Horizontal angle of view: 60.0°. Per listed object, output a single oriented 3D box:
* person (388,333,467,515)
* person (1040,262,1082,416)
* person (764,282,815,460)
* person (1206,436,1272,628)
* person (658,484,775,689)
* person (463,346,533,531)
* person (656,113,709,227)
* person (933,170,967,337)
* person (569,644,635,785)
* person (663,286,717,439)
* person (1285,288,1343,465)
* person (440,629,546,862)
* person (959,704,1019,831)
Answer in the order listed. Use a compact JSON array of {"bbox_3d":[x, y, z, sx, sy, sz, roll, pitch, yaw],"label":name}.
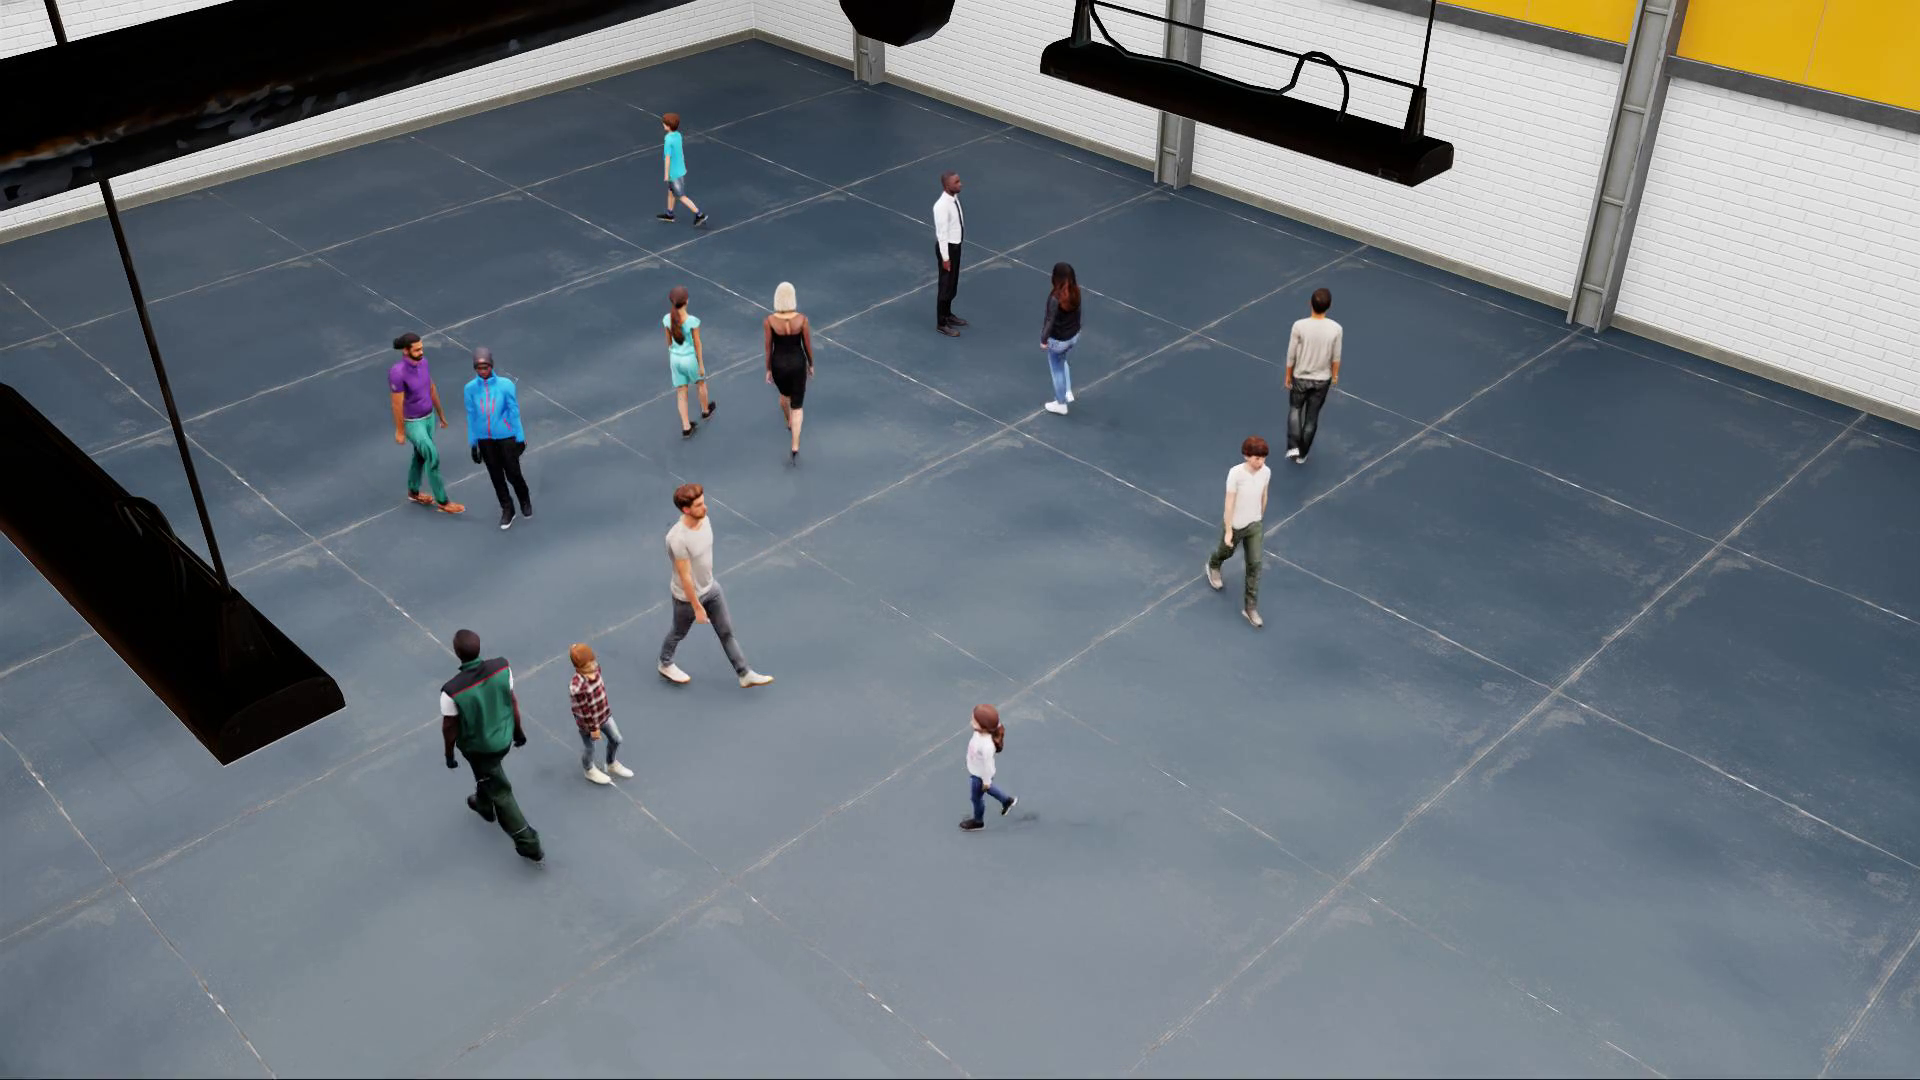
[{"bbox_3d":[-5.013,-1.084,15.126,1.036,1.739,0.895,11,35,17],"label":"person"},{"bbox_3d":[1.073,-1.994,16.601,0.605,1.621,0.677,25,41,33],"label":"person"},{"bbox_3d":[-1.626,-1.574,15.897,1.057,1.700,1.125,-1,34,-1],"label":"person"},{"bbox_3d":[2.305,-0.158,13.841,0.960,1.619,1.186,-8,34,-11],"label":"person"},{"bbox_3d":[-2.127,0.391,12.813,1.292,1.843,0.951,14,36,20],"label":"person"},{"bbox_3d":[-4.127,-0.957,14.892,0.749,1.786,0.807,-1,34,-1],"label":"person"},{"bbox_3d":[-3.477,-4.579,20.667,1.018,1.424,0.843,7,34,10],"label":"person"},{"bbox_3d":[-0.130,-3.152,18.149,0.717,1.837,0.717,8,34,12],"label":"person"},{"bbox_3d":[-2.722,1.256,12.016,0.674,1.284,0.627,12,36,18],"label":"person"},{"bbox_3d":[-2.709,-1.715,16.255,0.892,1.541,0.878,7,34,11],"label":"person"},{"bbox_3d":[3.314,-1.487,15.678,0.784,1.798,0.863,7,34,10],"label":"person"},{"bbox_3d":[-3.166,1.431,11.291,1.174,1.794,0.729,26,42,34],"label":"person"},{"bbox_3d":[0.210,1.587,11.682,0.705,1.103,0.665,-4,34,-5],"label":"person"}]
